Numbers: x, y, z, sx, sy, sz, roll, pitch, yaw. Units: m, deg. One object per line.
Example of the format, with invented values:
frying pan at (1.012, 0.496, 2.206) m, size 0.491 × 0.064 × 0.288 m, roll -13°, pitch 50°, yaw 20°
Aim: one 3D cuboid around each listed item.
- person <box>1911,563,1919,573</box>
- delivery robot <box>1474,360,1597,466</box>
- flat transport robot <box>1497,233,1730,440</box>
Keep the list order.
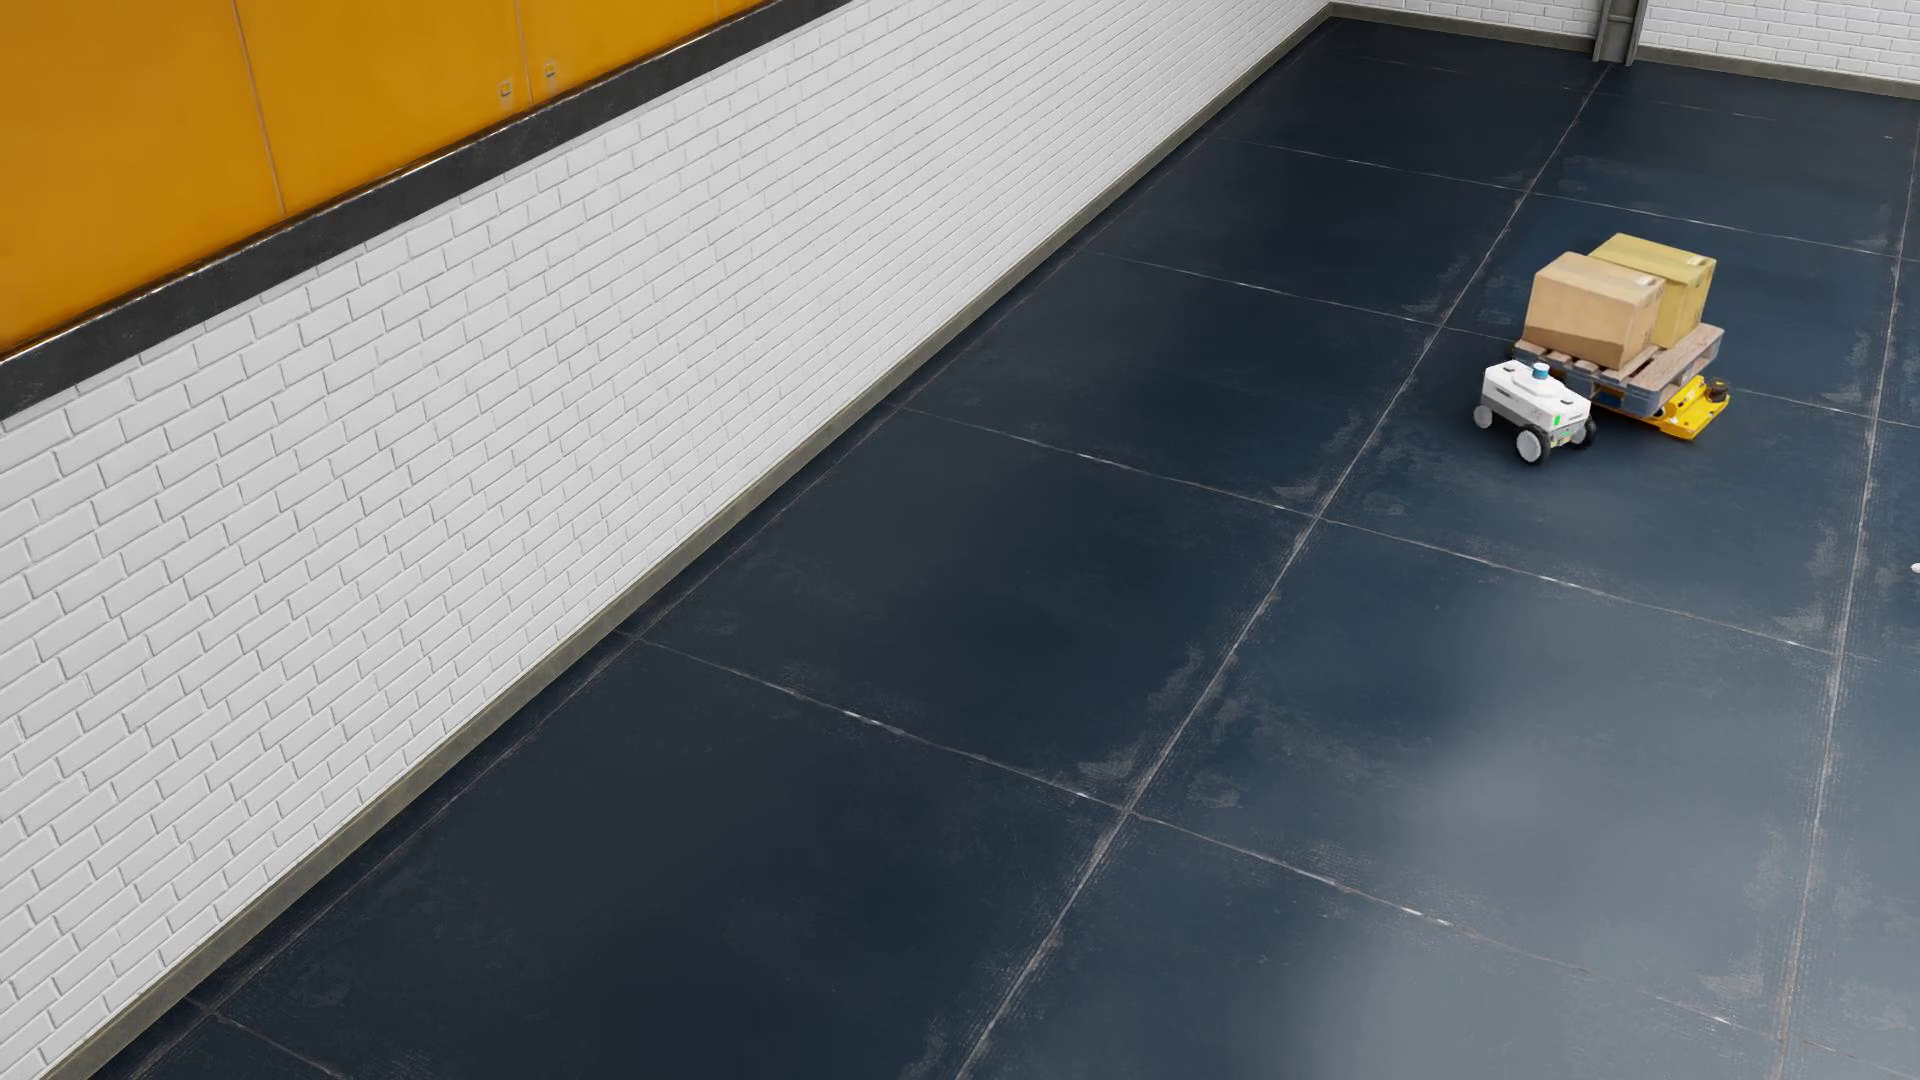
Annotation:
person at (5.811, -0.429, 9.293) m, size 0.293 × 1.744 × 0.484 m, roll 0°, pitch 34°, yaw 0°
delivery robot at (3.816, -0.880, 11.028) m, size 0.499 × 0.592 × 0.774 m, roll -17°, pitch 38°, yaw -24°
flat transport robot at (4.563, -1.126, 11.653) m, size 1.431 × 0.231 × 0.659 m, roll 26°, pitch 42°, yaw 33°
